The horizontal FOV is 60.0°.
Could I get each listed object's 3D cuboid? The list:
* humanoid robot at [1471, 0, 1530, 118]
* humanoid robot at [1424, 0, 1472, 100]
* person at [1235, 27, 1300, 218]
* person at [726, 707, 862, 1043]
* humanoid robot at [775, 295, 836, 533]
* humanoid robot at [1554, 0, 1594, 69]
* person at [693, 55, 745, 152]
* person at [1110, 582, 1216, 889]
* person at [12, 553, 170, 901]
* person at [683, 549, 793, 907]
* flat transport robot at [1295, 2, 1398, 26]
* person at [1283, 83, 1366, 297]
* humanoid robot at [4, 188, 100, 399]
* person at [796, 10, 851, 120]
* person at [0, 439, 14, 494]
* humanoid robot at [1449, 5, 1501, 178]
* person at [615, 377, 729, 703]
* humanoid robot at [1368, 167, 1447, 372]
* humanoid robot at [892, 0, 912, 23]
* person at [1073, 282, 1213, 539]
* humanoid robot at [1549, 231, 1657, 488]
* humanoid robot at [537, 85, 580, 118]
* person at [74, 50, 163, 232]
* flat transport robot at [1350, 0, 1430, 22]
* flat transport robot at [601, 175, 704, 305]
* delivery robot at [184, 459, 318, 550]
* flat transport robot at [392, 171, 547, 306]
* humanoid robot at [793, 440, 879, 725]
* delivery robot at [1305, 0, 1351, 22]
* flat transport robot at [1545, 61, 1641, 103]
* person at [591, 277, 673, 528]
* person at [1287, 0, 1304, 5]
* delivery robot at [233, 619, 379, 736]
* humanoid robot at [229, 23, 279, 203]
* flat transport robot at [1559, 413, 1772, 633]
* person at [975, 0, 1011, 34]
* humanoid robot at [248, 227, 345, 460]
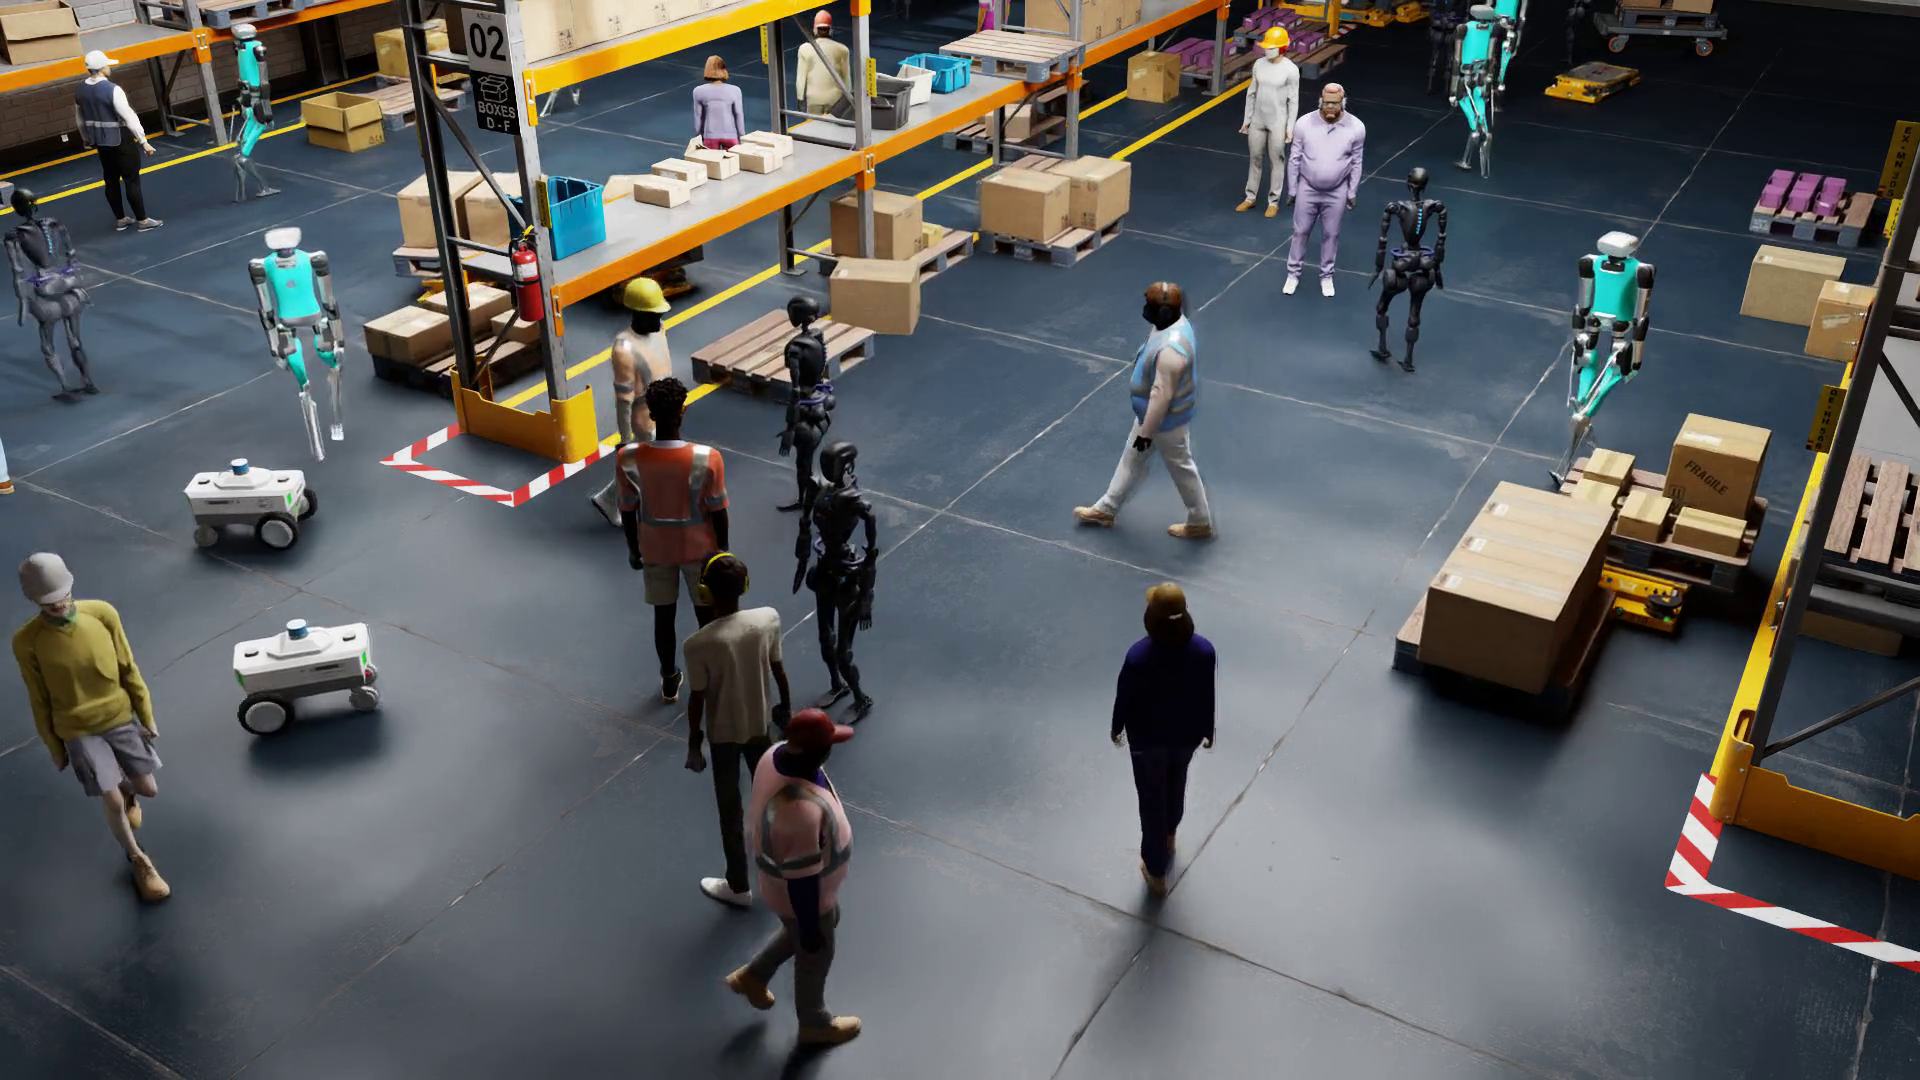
[{"bbox_3d":[6.453,-5.912,19.962,0.551,1.793,0.838,12,32,20],"label":"humanoid robot"},{"bbox_3d":[6.094,-6.386,20.795,0.315,1.655,0.599,-24,37,-36],"label":"humanoid robot"},{"bbox_3d":[3.106,-4.202,16.731,0.570,1.890,0.375,20,35,31],"label":"person"},{"bbox_3d":[-0.681,1.423,6.934,0.537,1.733,0.655,-6,30,-11],"label":"person"},{"bbox_3d":[-1.037,-0.818,11.001,0.562,1.645,0.612,8,30,14],"label":"humanoid robot"},{"bbox_3d":[8.212,-7.121,22.105,0.373,1.655,0.590,13,32,22],"label":"humanoid robot"},{"bbox_3d":[-2.400,-4.022,16.676,0.498,1.629,0.288,2,30,3],"label":"person"},{"bbox_3d":[0.963,0.886,8.003,0.481,1.597,0.638,-5,30,-8],"label":"person"},{"bbox_3d":[-4.082,0.836,7.833,0.494,1.856,0.612,-24,37,-36],"label":"person"},{"bbox_3d":[-1.024,0.884,7.768,0.529,1.858,0.328,-20,35,-31],"label":"person"},{"bbox_3d":[5.787,-7.934,24.976,1.431,0.231,0.659,16,33,27],"label":"flat transport robot"},{"bbox_3d":[3.217,-3.093,14.751,0.641,1.908,0.402,5,30,9],"label":"person"},{"bbox_3d":[-7.012,-1.890,12.881,0.493,1.630,0.604,13,32,22],"label":"humanoid robot"},{"bbox_3d":[-1.468,-4.808,17.944,0.606,1.739,0.524,-6,30,-10],"label":"person"},{"bbox_3d":[-6.840,-1.116,11.170,0.388,1.989,0.610,0,29,0],"label":"person"},{"bbox_3d":[5.620,-4.744,17.961,0.548,1.903,0.750,-9,31,-16],"label":"humanoid robot"},{"bbox_3d":[-1.552,0.029,9.168,0.606,1.965,0.372,2,30,3],"label":"person"},{"bbox_3d":[3.608,-2.194,13.390,0.609,1.647,0.460,-3,30,-6],"label":"humanoid robot"},{"bbox_3d":[-0.898,-8.489,24.540,0.584,1.636,0.651,-3,30,-5],"label":"humanoid robot"},{"bbox_3d":[1.272,-0.824,10.852,0.951,1.790,0.647,2,30,3],"label":"person"},{"bbox_3d":[4.383,-1.212,11.654,0.575,1.793,0.955,25,38,37],"label":"humanoid robot"},{"bbox_3d":[-4.926,-6.055,20.193,0.545,1.796,0.911,19,34,29],"label":"humanoid robot"},{"bbox_3d":[-8.309,-3.908,16.341,0.772,1.755,0.437,7,30,12],"label":"person"},{"bbox_3d":[6.344,-8.098,25.266,1.431,0.231,0.659,23,37,34],"label":"flat transport robot"},{"bbox_3d":[-3.154,-2.497,15.359,0.659,0.231,1.431,-23,37,-35],"label":"flat transport robot"},{"bbox_3d":[-4.725,-0.254,11.107,0.783,0.601,0.499,-2,30,-3],"label":"delivery robot"},{"bbox_3d":[-4.388,-2.463,15.298,0.659,0.231,1.431,4,30,7],"label":"flat transport robot"},{"bbox_3d":[-0.678,0.206,9.136,0.599,1.648,0.347,23,37,34],"label":"humanoid robot"},{"bbox_3d":[5.547,-8.100,24.996,0.816,0.612,0.499,14,32,23],"label":"delivery robot"},{"bbox_3d":[8.134,-5.875,21.334,0.659,0.231,1.431,24,37,36],"label":"flat transport robot"},{"bbox_3d":[-2.064,-0.822,10.750,0.895,1.889,0.621,7,30,12],"label":"person"},{"bbox_3d":[5.418,-9.010,25.423,0.745,1.698,0.566,-7,30,-13],"label":"person"},{"bbox_3d":[-3.712,0.737,9.366,0.798,0.614,0.499,-9,31,-16],"label":"delivery robot"},{"bbox_3d":[-7.456,-4.321,17.208,0.544,1.892,0.774,23,37,35],"label":"humanoid robot"},{"bbox_3d":[4.412,0.119,10.731,0.659,0.231,1.431,16,33,27],"label":"flat transport robot"},{"bbox_3d":[0.402,-6.391,20.646,0.508,1.845,0.341,-22,36,-34],"label":"person"},{"bbox_3d":[-4.759,-1.482,12.114,0.532,1.794,0.785,-10,31,-17],"label":"humanoid robot"}]
